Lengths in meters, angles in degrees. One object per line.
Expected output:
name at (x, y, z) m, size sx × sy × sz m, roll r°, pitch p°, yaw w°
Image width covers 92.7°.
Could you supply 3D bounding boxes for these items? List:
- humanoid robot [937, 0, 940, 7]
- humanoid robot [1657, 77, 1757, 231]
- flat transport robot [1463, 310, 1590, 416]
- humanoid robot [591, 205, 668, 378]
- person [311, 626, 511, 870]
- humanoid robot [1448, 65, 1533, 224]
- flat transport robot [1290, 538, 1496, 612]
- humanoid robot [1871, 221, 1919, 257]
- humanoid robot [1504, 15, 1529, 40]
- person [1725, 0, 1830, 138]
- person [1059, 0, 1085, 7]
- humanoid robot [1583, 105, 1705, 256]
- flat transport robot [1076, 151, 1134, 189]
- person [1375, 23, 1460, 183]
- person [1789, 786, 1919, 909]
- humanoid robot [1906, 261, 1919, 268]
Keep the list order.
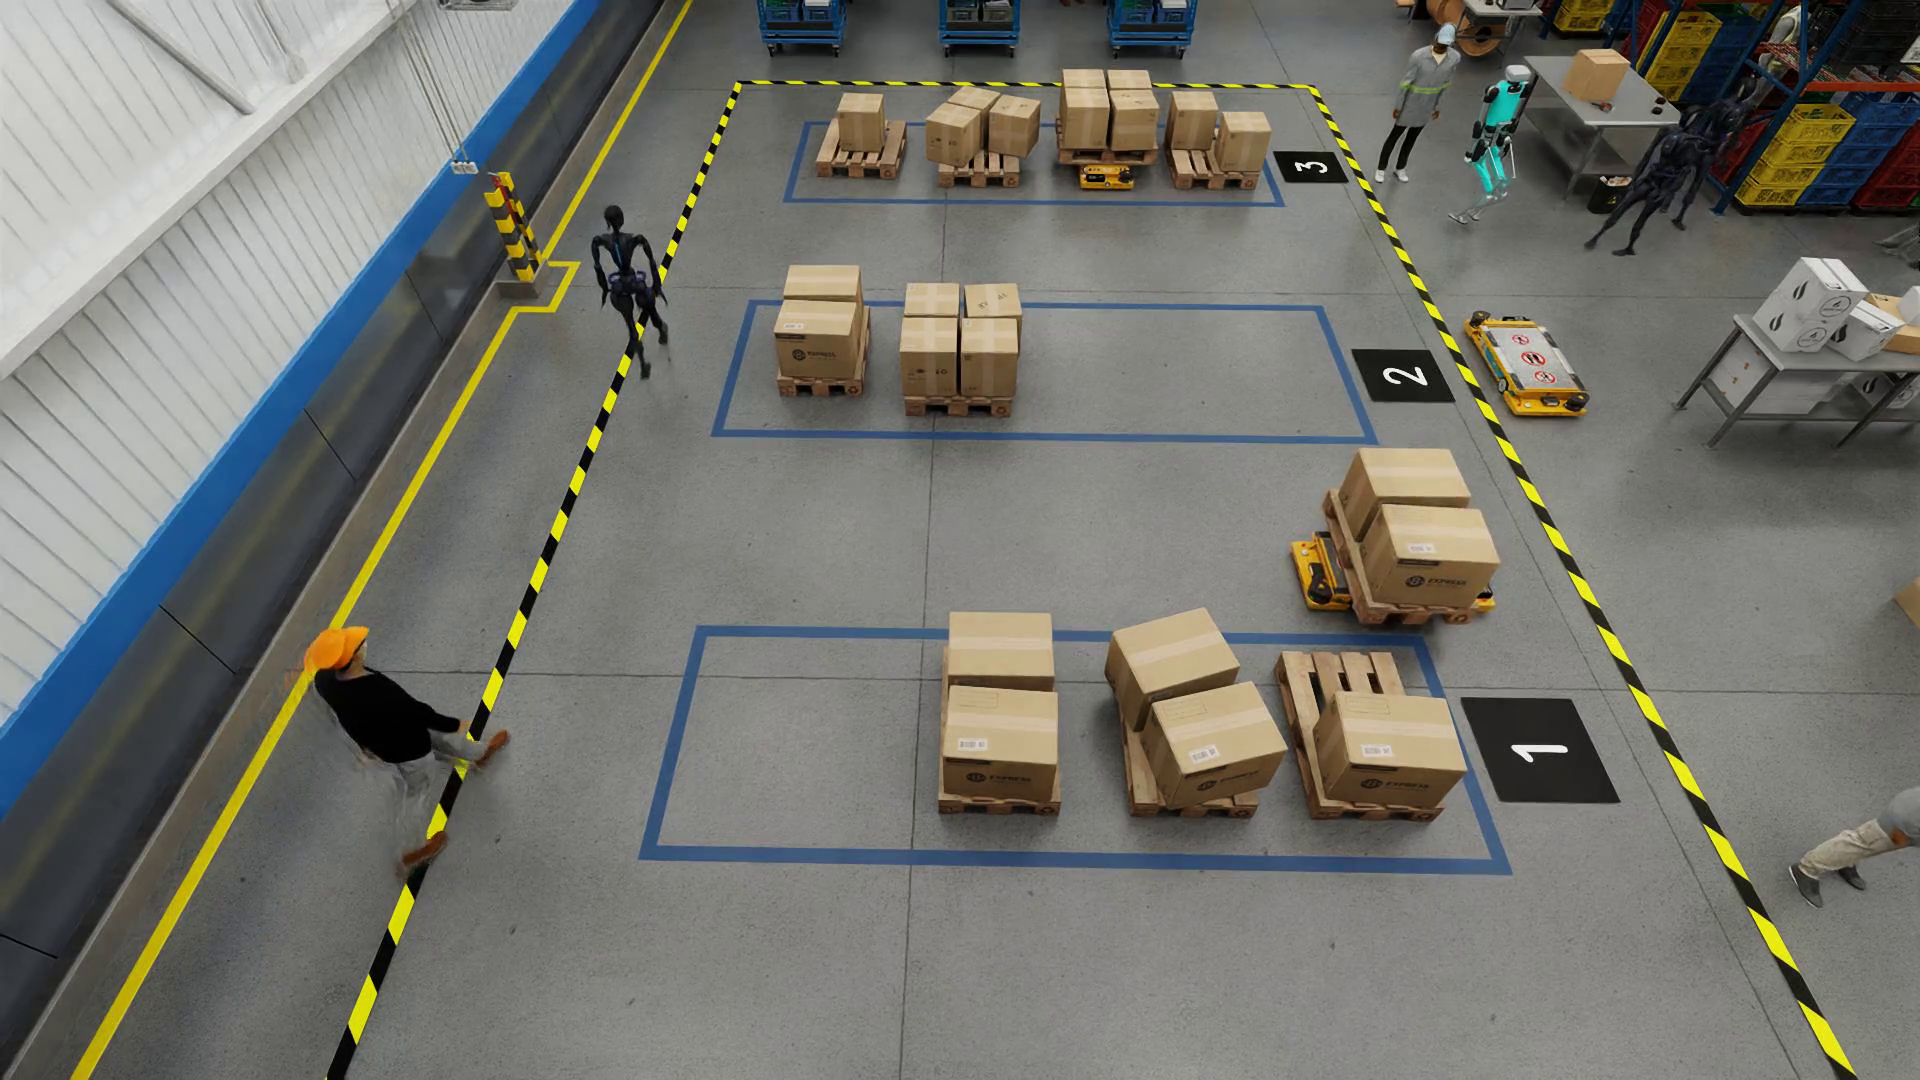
humanoid robot at (-0.231, -8.944, 14.340) m, size 0.362 × 1.644 × 0.614 m, roll -16°, pitch 51°, yaw -13°
humanoid robot at (8.528, -4.479, 10.514) m, size 0.611 × 1.622 × 0.792 m, roll 5°, pitch 49°, yaw 5°
flat transport robot at (5.573, -1.757, 9.054) m, size 0.659 × 0.231 × 1.431 m, roll 1°, pitch 49°, yaw 1°
humanoid robot at (-3.137, -2.408, 8.719) m, size 0.608 × 1.622 × 0.785 m, roll -7°, pitch 50°, yaw -6°
person at (-3.368, 1.189, 5.475) m, size 0.583 × 1.833 × 1.023 m, roll 20°, pitch 52°, yaw 16°
humanoid robot at (5.999, -4.302, 10.197) m, size 0.533 × 1.677 × 0.735 m, roll -11°, pitch 50°, yaw -10°
flat transport robot at (3.443, 0.244, 7.304) m, size 1.431 × 0.197 × 0.652 m, roll 1°, pitch 49°, yaw 1°
humanoid robot at (10.792, -3.893, 9.905) m, size 0.683 × 1.758 × 0.536 m, roll 19°, pitch 52°, yaw 16°
humanoid robot at (8.758, -8.604, 14.028) m, size 0.712 × 1.815 × 0.541 m, roll -36°, pitch 58°, yaw -27°
person at (10.540, -6.146, 11.822) m, size 0.617 × 1.836 × 0.432 m, roll -17°, pitch 51°, yaw -14°
person at (1.902, -9.776, 14.902) m, size 0.620 × 1.932 × 0.371 m, roll -13°, pitch 50°, yaw -11°
humanoid robot at (7.491, -3.832, 9.927) m, size 0.511 × 1.649 × 0.597 m, roll -14°, pitch 50°, yaw -11°
flat transport robot at (1.845, -4.982, 11.827) m, size 0.652 × 0.197 × 1.431 m, roll 1°, pitch 49°, yaw 1°
person at (5.507, -5.214, 11.001) m, size 0.587 × 1.849 × 0.396 m, roll 0°, pitch 49°, yaw 0°
person at (5.499, 1.562, 5.187) m, size 0.562 × 1.769 × 0.392 m, roll -12°, pitch 50°, yaw -10°
humanoid robot at (10.952, -3.653, 9.776) m, size 0.590 × 1.622 × 0.589 m, roll 10°, pitch 50°, yaw 8°
